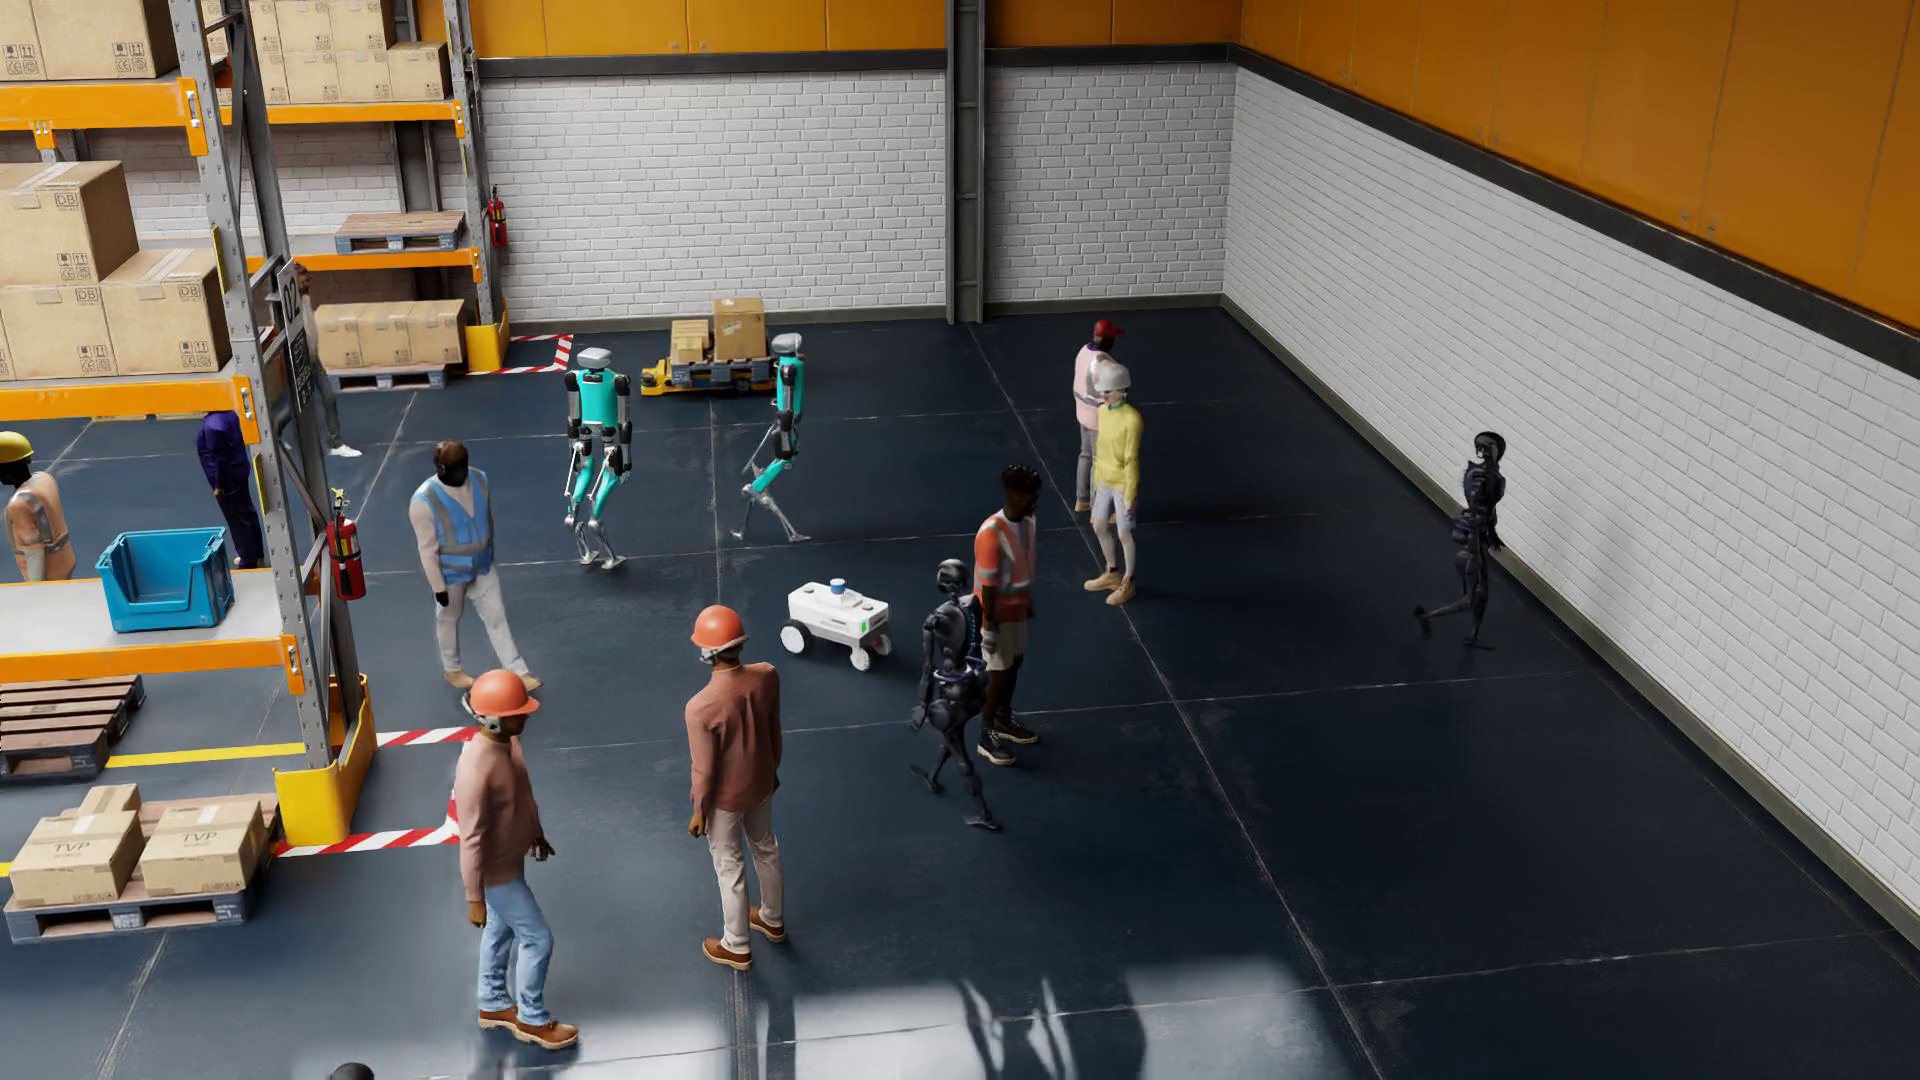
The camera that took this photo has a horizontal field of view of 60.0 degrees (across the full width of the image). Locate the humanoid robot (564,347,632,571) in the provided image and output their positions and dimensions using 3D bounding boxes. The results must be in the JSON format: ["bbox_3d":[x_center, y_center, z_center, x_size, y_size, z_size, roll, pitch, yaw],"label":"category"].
[{"bbox_3d":[-2.841,-0.575,12.767,0.530,1.700,0.736,6,24,13],"label":"humanoid robot"}]

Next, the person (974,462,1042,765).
[{"bbox_3d":[0.295,0.441,10.303,0.406,1.956,0.683,15,28,30],"label":"person"}]

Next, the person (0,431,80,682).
[{"bbox_3d":[-5.998,0.203,10.873,0.381,1.924,0.592,-5,24,-11],"label":"person"}]

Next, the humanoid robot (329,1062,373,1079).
[{"bbox_3d":[-2.119,2.546,5.922,0.600,1.644,0.790,1,24,3],"label":"humanoid robot"}]

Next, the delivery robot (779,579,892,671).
[{"bbox_3d":[-0.867,0.556,11.762,0.777,0.585,0.499,15,28,30],"label":"delivery robot"}]

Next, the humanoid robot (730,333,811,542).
[{"bbox_3d":[-1.629,-0.765,13.414,0.820,1.832,0.561,0,24,0],"label":"humanoid robot"}]

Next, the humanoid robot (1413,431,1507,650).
[{"bbox_3d":[3.574,-0.009,11.685,0.567,1.640,0.588,13,27,27],"label":"humanoid robot"}]

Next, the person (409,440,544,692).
[{"bbox_3d":[-3.222,0.215,10.998,0.858,1.802,0.639,17,29,34],"label":"person"}]

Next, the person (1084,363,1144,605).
[{"bbox_3d":[1.159,-0.423,12.365,0.421,1.878,0.497,-17,29,-33],"label":"person"}]

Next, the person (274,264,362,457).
[{"bbox_3d":[-6.031,-1.623,15.154,0.861,1.839,0.508,4,24,10],"label":"person"}]

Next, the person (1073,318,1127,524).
[{"bbox_3d":[1.172,-0.988,13.810,0.420,1.748,0.600,-8,25,-17],"label":"person"}]

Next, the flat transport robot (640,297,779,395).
[{"bbox_3d":[-2.589,-1.722,17.319,1.431,0.231,0.659,-3,24,-7],"label":"flat transport robot"}]

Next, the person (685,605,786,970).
[{"bbox_3d":[-1.147,1.245,8.420,0.398,1.989,0.622,17,29,33],"label":"person"}]

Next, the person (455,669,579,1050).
[{"bbox_3d":[-2.073,1.512,7.826,0.692,1.972,0.648,0,24,0],"label":"person"}]

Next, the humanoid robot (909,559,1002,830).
[{"bbox_3d":[-0.058,0.878,9.692,0.775,1.628,0.601,17,29,34],"label":"humanoid robot"}]

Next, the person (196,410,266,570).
[{"bbox_3d":[-5.647,-0.471,12.779,0.351,1.622,0.465,-3,24,-7],"label":"person"}]
